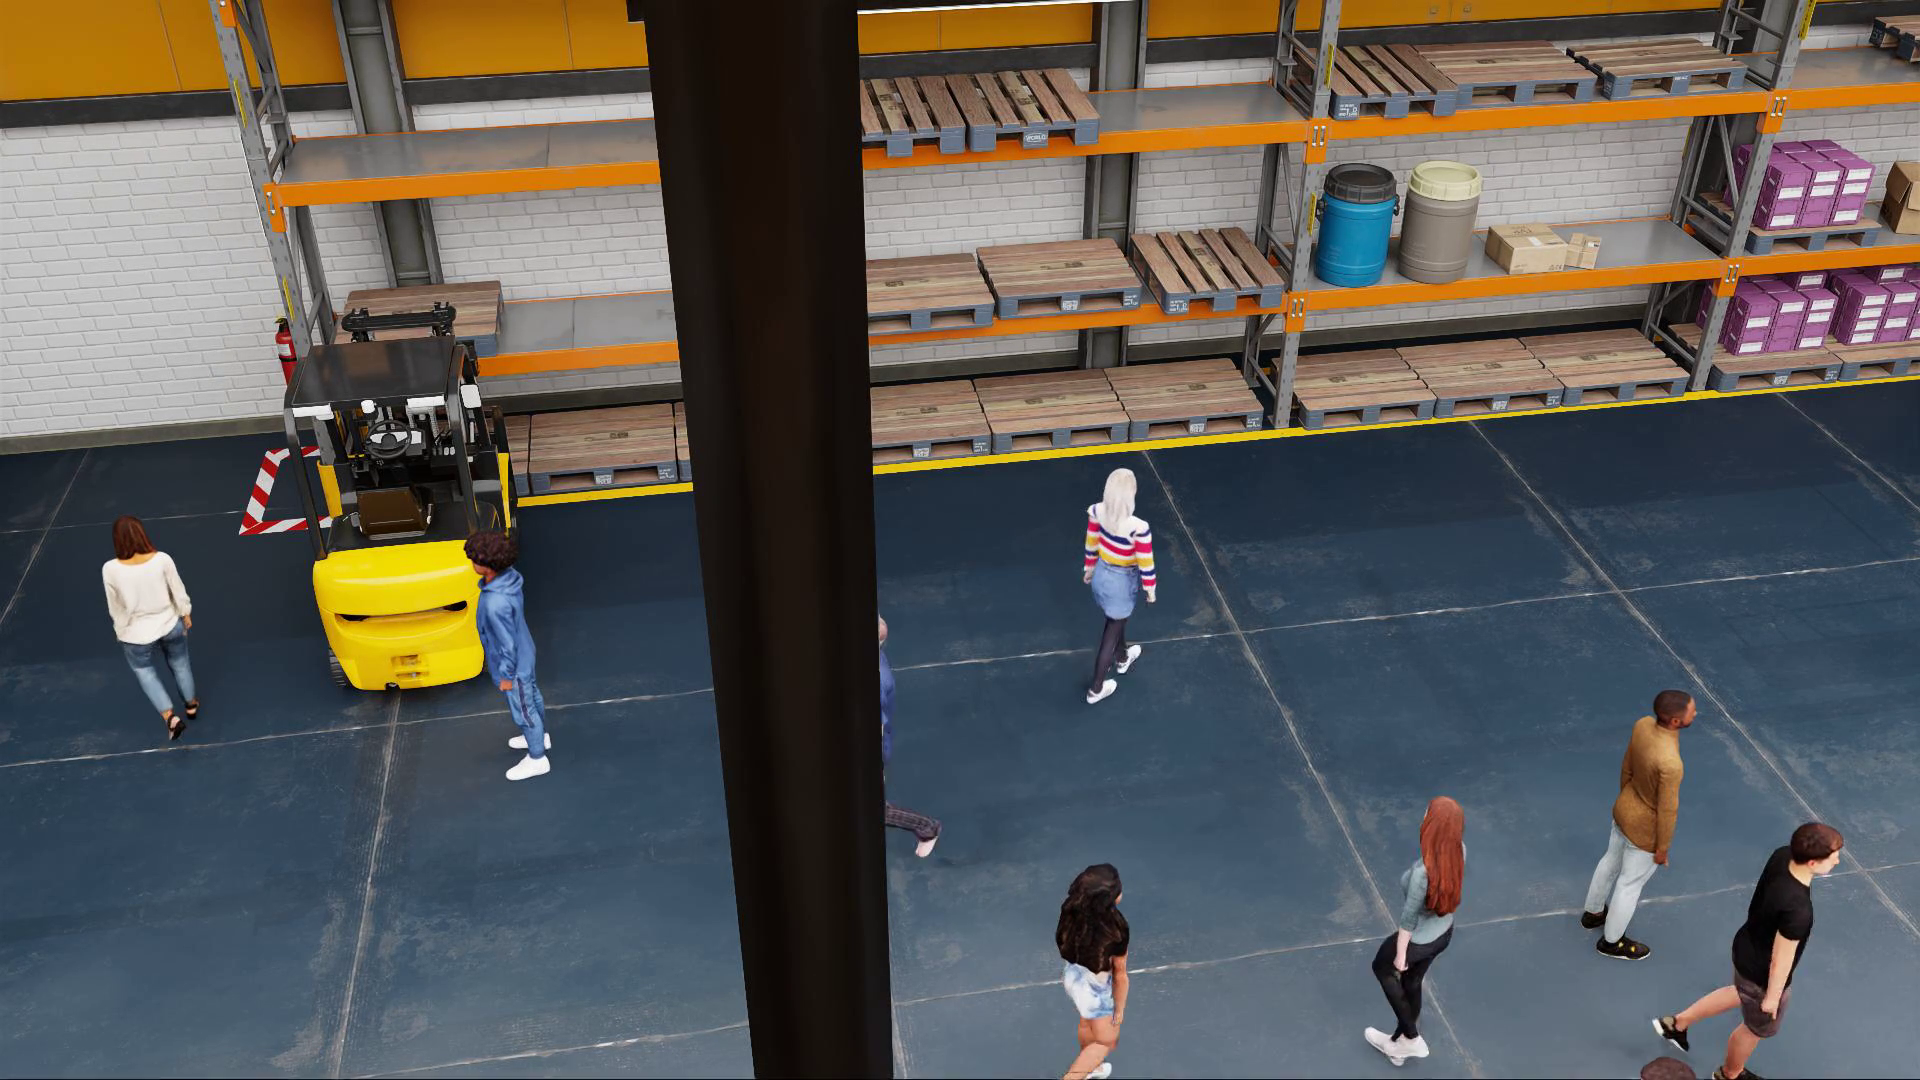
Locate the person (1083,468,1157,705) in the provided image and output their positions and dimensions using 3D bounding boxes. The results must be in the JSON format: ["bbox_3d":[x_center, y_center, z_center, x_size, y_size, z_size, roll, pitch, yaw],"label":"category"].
[{"bbox_3d":[0.976,0.340,11.089,1.024,1.792,0.924,-28,43,-35],"label":"person"}]

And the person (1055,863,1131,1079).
[{"bbox_3d":[0.614,2.287,8.322,0.929,1.612,0.781,-24,40,-31],"label":"person"}]

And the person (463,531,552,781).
[{"bbox_3d":[-2.836,0.713,10.512,0.539,1.808,0.673,-5,34,-7],"label":"person"}]

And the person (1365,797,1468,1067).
[{"bbox_3d":[2.427,2.085,8.525,0.693,1.724,0.767,-24,41,-32],"label":"person"}]

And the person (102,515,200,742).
[{"bbox_3d":[-5.249,0.599,10.809,0.850,1.670,0.859,-17,37,-24],"label":"person"}]

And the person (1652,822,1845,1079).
[{"bbox_3d":[3.974,2.090,8.405,1.016,1.849,0.875,8,34,12],"label":"person"}]

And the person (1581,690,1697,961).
[{"bbox_3d":[3.777,1.559,9.234,0.546,1.816,0.636,-4,34,-5],"label":"person"}]
